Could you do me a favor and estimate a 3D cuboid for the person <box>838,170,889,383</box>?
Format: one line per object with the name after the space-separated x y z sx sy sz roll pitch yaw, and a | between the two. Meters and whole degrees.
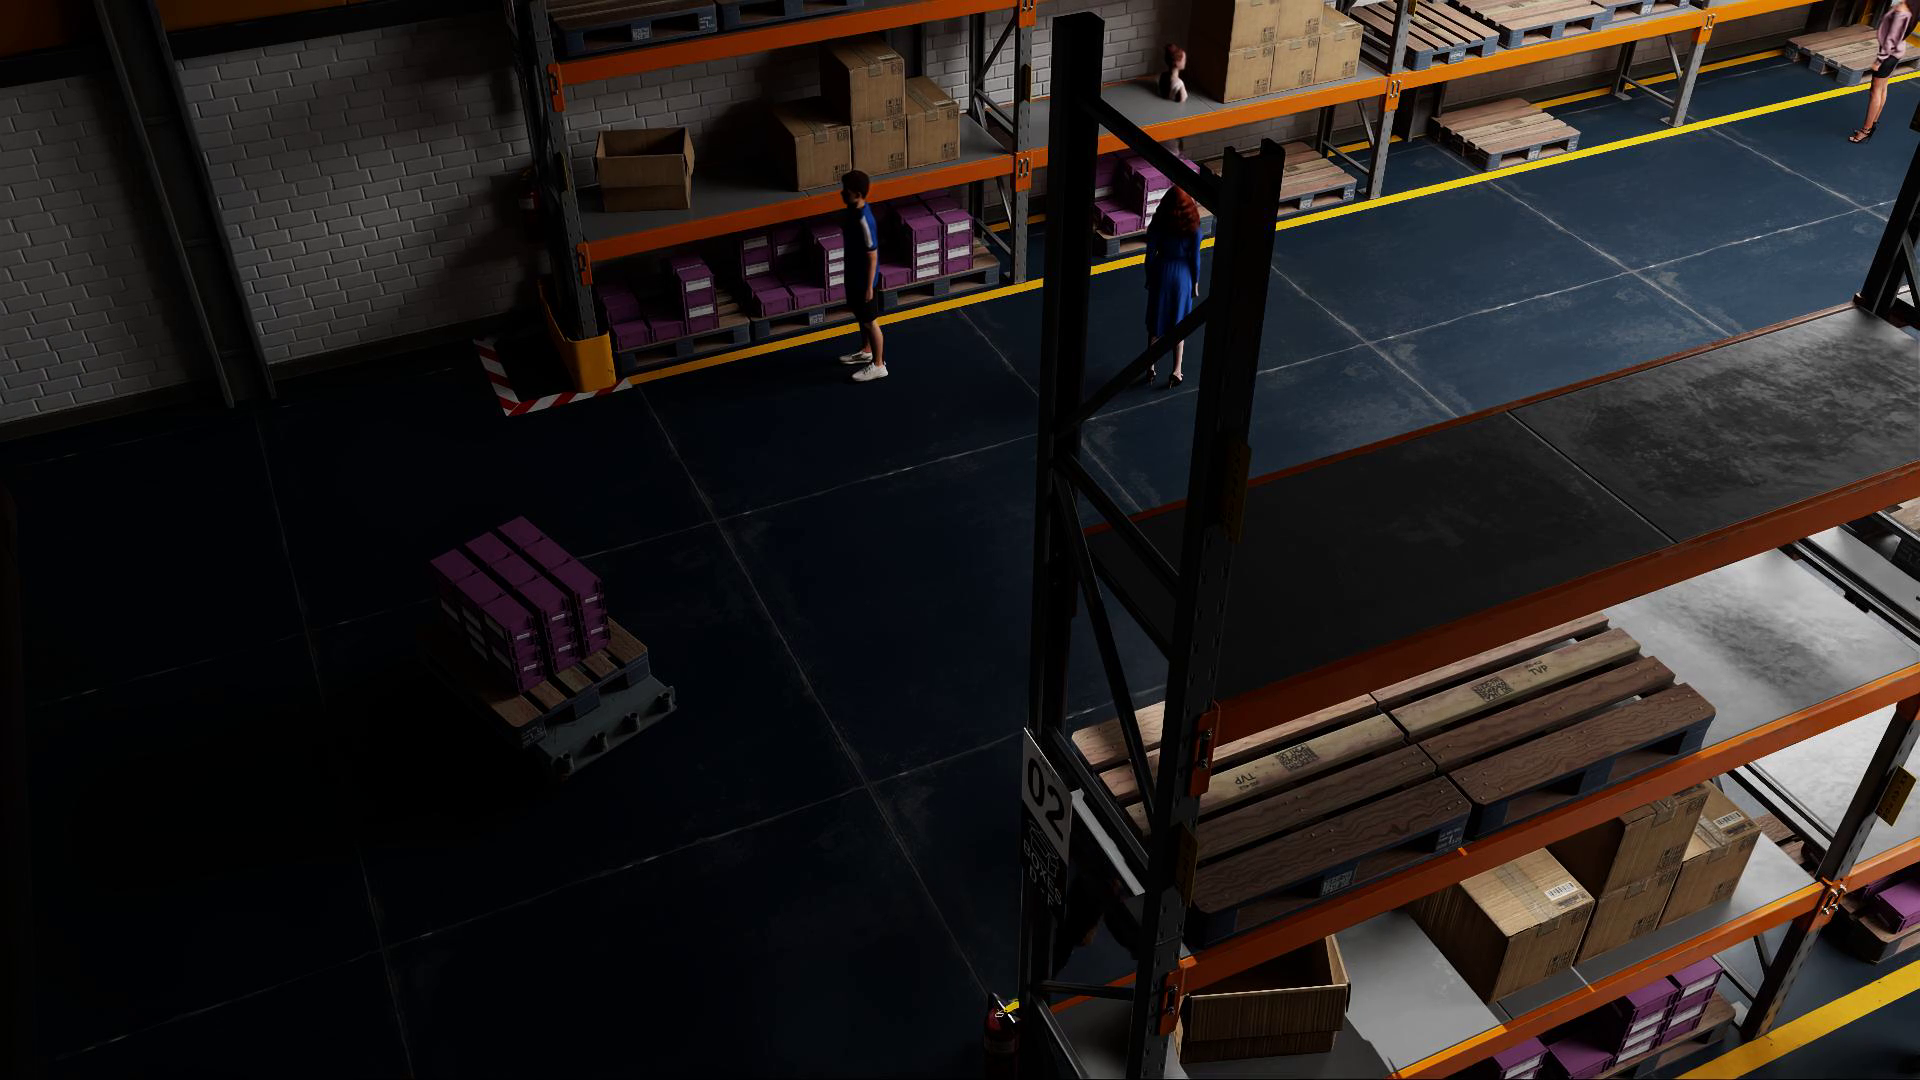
-0.804 -2.181 13.684 0.577 1.865 0.668 -14 41 -17 | person

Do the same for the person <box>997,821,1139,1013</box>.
0.843 1.815 8.703 1.176 1.836 0.716 -19 42 -23 | person

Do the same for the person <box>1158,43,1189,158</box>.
1.965 -3.862 15.846 0.488 1.793 0.545 -16 41 -19 | person

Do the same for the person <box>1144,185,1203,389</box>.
1.713 -2.051 13.550 0.699 1.829 0.766 11 40 14 | person

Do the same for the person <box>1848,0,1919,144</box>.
9.645 -5.002 17.259 0.747 1.811 0.599 30 47 32 | person
